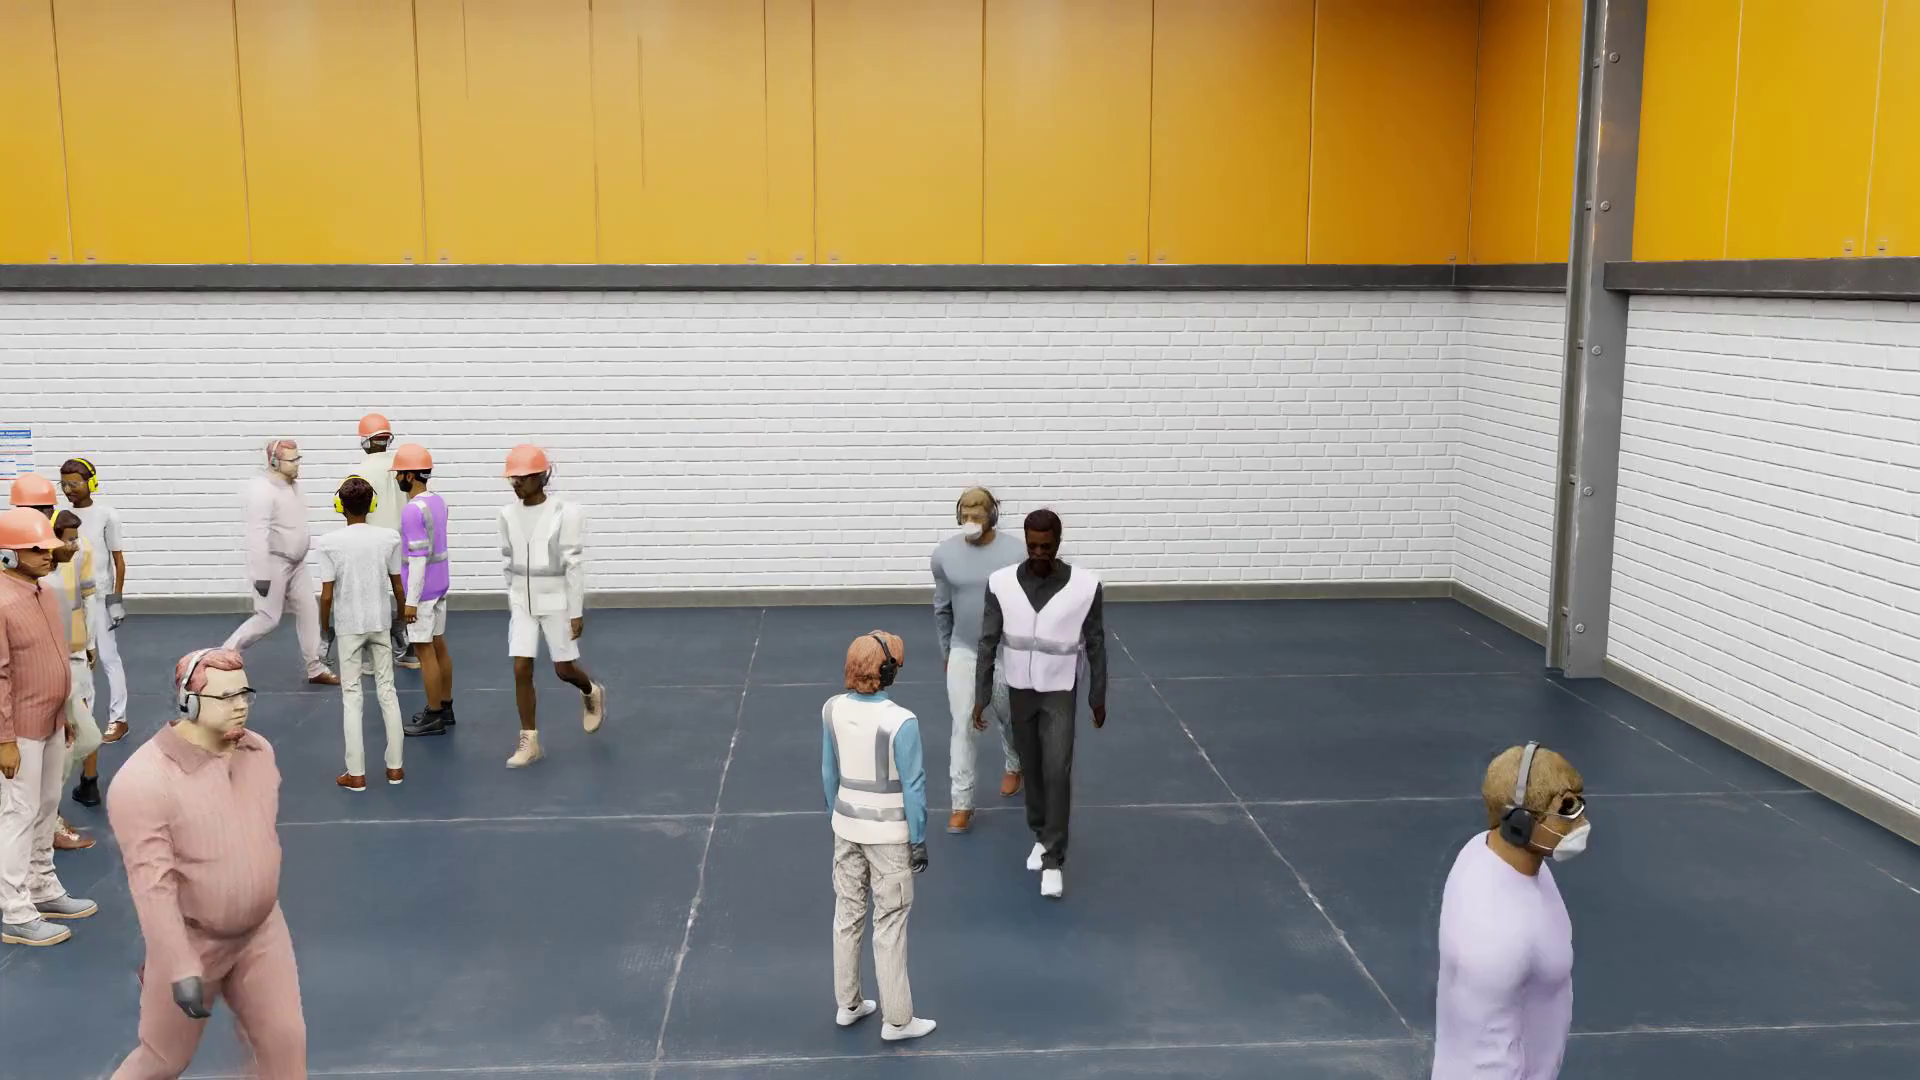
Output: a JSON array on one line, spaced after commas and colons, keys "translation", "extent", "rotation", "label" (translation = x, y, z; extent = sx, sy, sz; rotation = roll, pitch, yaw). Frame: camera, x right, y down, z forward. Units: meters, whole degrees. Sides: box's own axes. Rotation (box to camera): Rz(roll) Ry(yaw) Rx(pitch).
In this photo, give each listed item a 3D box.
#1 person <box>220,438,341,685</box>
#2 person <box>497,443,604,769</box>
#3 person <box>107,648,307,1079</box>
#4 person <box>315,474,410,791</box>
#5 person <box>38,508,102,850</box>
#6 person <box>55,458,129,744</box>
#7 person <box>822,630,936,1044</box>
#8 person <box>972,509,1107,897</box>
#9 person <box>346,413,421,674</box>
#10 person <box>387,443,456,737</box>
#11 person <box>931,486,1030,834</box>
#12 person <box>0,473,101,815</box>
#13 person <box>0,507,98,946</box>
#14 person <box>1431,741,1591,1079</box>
[{"translation": [-5.046, 0.177, 12.182], "extent": [0.872, 1.868, 0.686], "rotation": [1, 9, 4], "label": "person"}, {"translation": [-2.574, 0.377, 10.437], "extent": [0.616, 2.015, 0.831], "rotation": [3, 9, 16], "label": "person"}, {"translation": [-2.467, 1.255, 5.380], "extent": [0.930, 1.873, 0.630], "rotation": [4, 10, 25], "label": "person"}, {"translation": [-3.532, 0.545, 9.833], "extent": [0.533, 1.871, 0.320], "rotation": [-7, 11, -36], "label": "person"}, {"translation": [-4.719, 0.741, 8.679], "extent": [0.426, 1.840, 0.555], "rotation": [-2, 9, -13], "label": "person"}, {"translation": [-5.668, 0.394, 10.796], "extent": [0.509, 1.867, 0.328], "rotation": [1, 9, 9], "label": "person"}, {"translation": [-0.336, 1.172, 6.607], "extent": [0.514, 1.642, 0.310], "rotation": [7, 12, 39], "label": "person"}, {"translation": [0.377, 0.792, 8.241], "extent": [0.620, 1.881, 0.876], "rotation": [3, 9, 17], "label": "person"}, {"translation": [-4.399, 0.030, 12.668], "extent": [0.397, 1.992, 0.621], "rotation": [6, 11, 32], "label": "person"}, {"translation": [-3.566, 0.328, 10.981], "extent": [0.361, 1.935, 0.553], "rotation": [0, 9, 1], "label": "person"}, {"translation": [0.152, 0.612, 9.362], "extent": [0.626, 1.898, 0.998], "rotation": [2, 9, 13], "label": "person"}, {"translation": [-5.128, 0.590, 9.338], "extent": [0.357, 1.938, 0.542], "rotation": [7, 11, 35], "label": "person"}, {"translation": [-4.238, 0.835, 7.617], "extent": [0.397, 1.992, 0.623], "rotation": [-1, 9, -6], "label": "person"}, {"translation": [1.302, 1.420, 4.168], "extent": [0.756, 1.922, 0.635], "rotation": [3, 10, 18], "label": "person"}]
